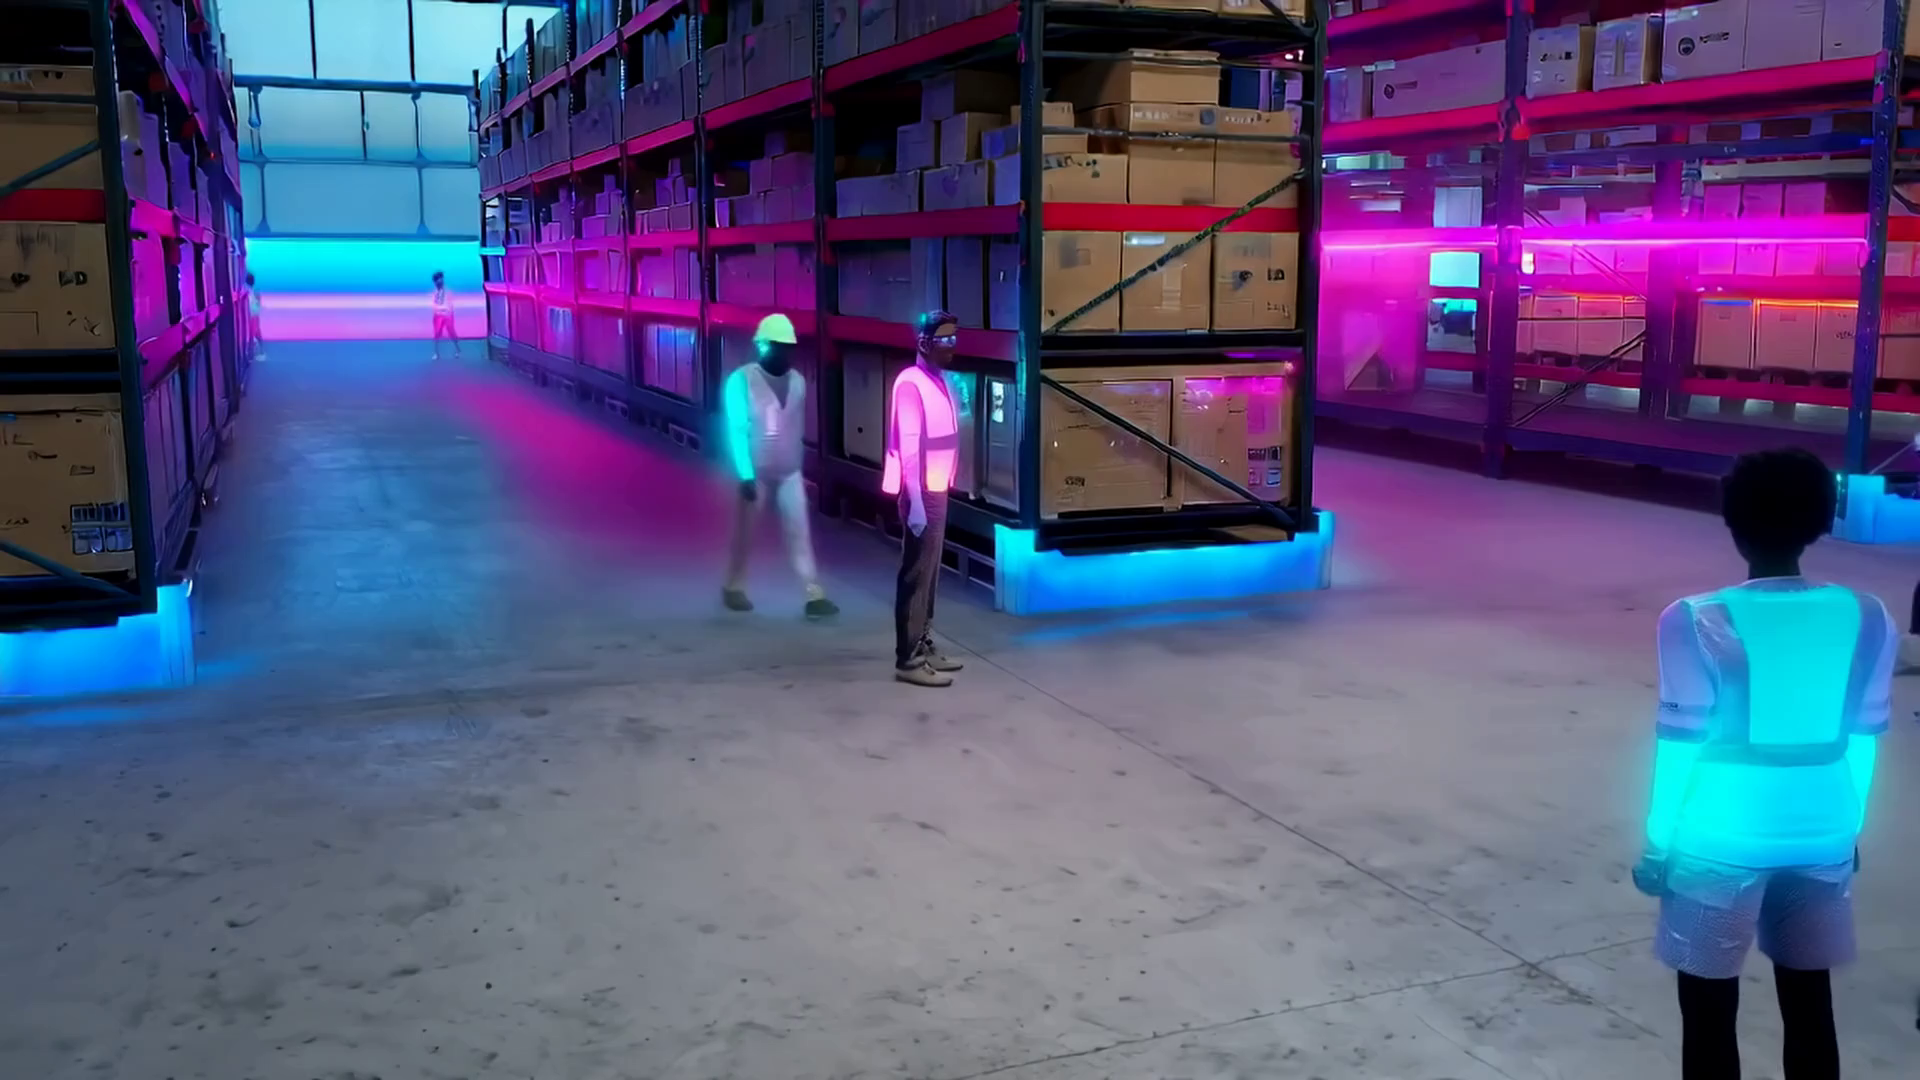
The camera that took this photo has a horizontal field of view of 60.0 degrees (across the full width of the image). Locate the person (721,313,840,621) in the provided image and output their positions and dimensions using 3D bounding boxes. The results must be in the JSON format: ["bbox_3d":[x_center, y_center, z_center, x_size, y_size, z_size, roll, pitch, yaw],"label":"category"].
[{"bbox_3d":[-1.101,-0.421,9.689,0.590,1.784,0.941,-8,12,-39],"label":"person"}]

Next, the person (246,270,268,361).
[{"bbox_3d":[-14.980,-4.712,34.963,0.750,1.912,0.580,-4,10,-21],"label":"person"}]

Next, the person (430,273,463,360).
[{"bbox_3d":[-11.054,-4.806,35.754,0.585,1.866,1.097,2,10,10],"label":"person"}]

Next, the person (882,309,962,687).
[{"bbox_3d":[-0.187,-0.214,8.239,0.372,1.843,0.570,2,10,11],"label":"person"}]

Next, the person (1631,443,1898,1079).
[{"bbox_3d":[1.702,0.641,3.562,0.540,1.695,0.317,-1,10,-8],"label":"person"}]

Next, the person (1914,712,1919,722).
[{"bbox_3d":[4.570,-0.095,7.384,0.647,1.900,0.400,-7,12,-35],"label":"person"}]

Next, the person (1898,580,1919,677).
[{"bbox_3d":[5.195,-0.291,8.251,1.034,1.986,0.639,-1,10,-8],"label":"person"}]
